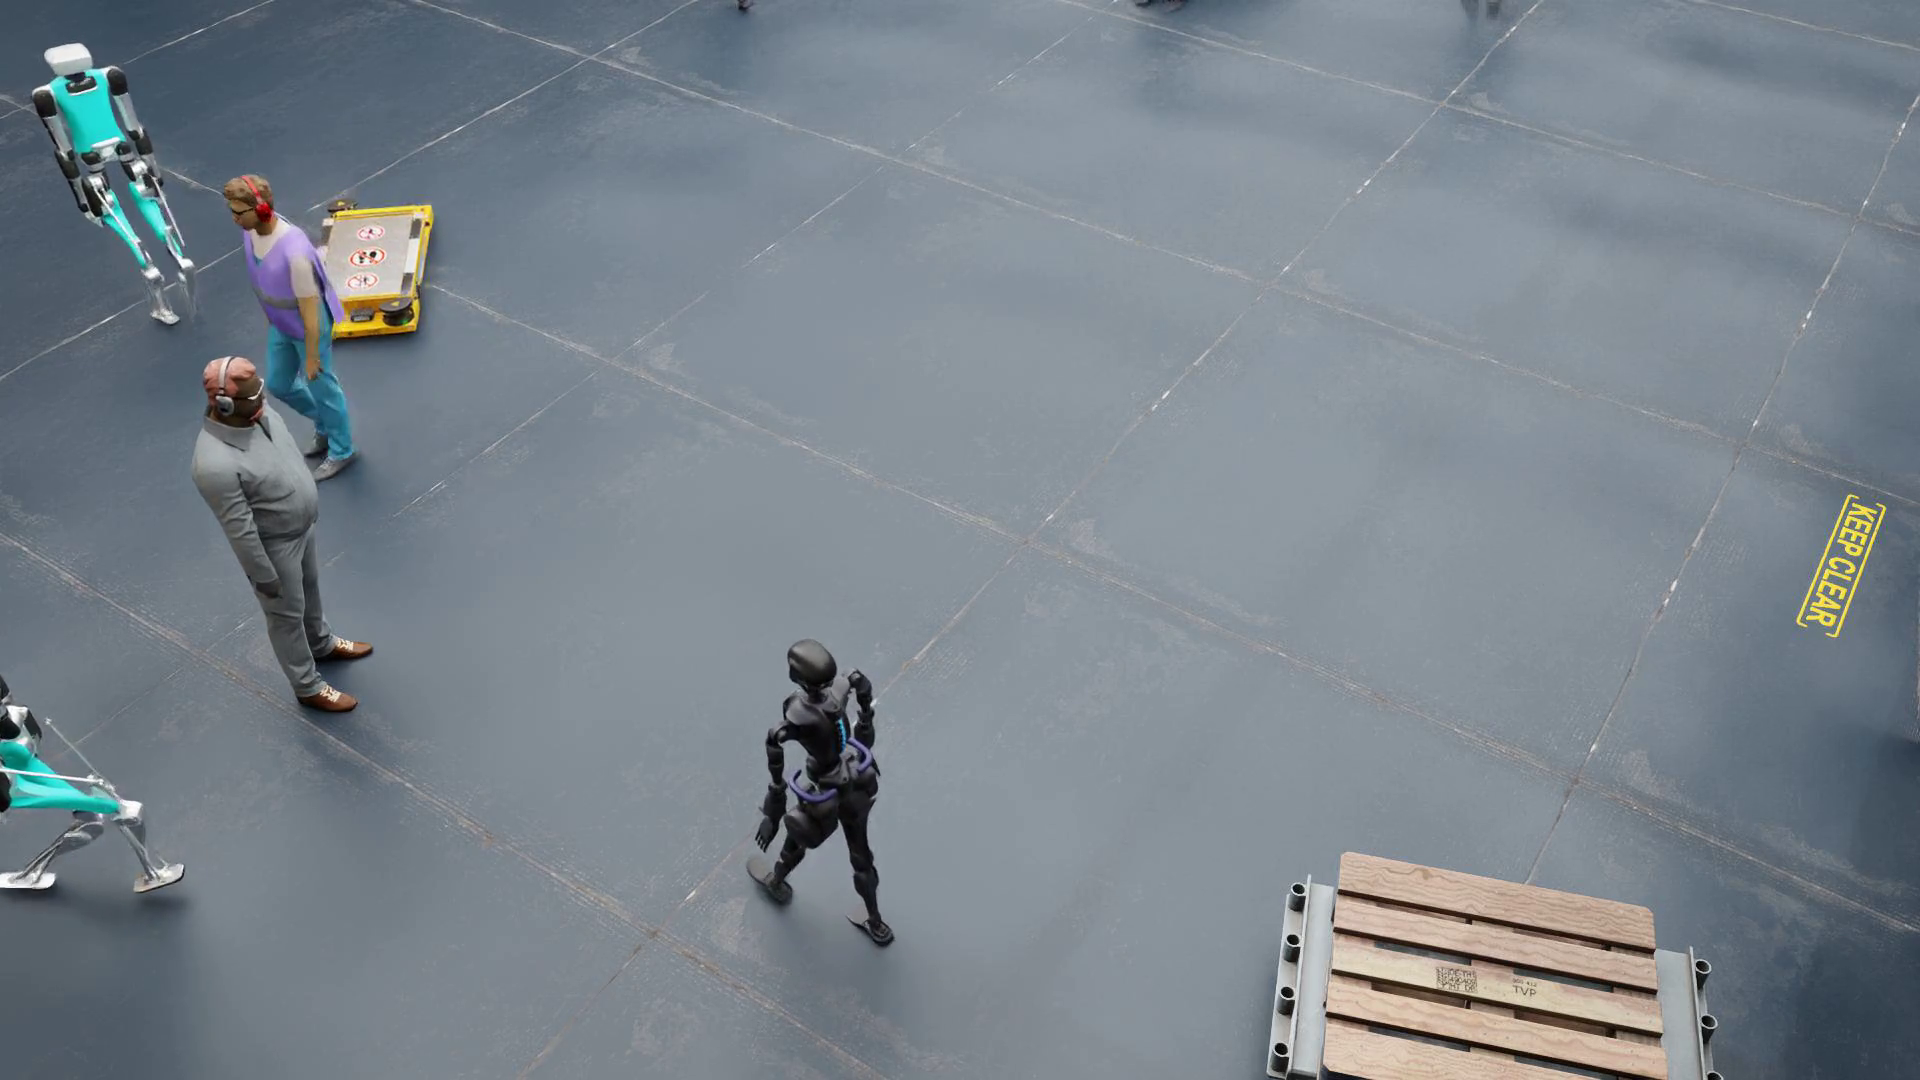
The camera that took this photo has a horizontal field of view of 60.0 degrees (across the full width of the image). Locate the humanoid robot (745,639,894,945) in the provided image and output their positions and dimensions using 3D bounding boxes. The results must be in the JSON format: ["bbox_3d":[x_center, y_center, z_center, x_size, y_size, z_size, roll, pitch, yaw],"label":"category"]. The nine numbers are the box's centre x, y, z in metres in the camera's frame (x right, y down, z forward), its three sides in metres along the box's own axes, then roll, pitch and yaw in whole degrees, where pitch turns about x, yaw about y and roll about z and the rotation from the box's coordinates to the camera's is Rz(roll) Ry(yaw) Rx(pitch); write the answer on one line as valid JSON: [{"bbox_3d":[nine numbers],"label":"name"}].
[{"bbox_3d":[-0.582,0.960,6.665,0.706,1.633,0.600,32,51,31],"label":"humanoid robot"}]

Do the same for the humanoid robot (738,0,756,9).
[{"bbox_3d":[-1.903,-5.196,13.576,0.599,1.625,0.805,-30,50,-29],"label":"humanoid robot"}]

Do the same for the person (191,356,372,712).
[{"bbox_3d":[-3.089,-0.029,7.586,0.409,1.905,0.637,-1,42,-1],"label":"person"}]

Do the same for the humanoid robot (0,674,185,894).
[{"bbox_3d":[-3.675,0.885,6.724,1.037,1.763,0.541,-2,42,-3],"label":"humanoid robot"}]

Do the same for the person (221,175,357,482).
[{"bbox_3d":[-3.520,-1.125,8.864,0.585,1.831,0.452,29,49,29],"label":"person"}]

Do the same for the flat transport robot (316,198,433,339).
[{"bbox_3d":[-3.814,-1.782,10.773,0.659,0.231,1.431,-6,42,-7],"label":"flat transport robot"}]

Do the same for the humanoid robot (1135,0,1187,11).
[{"bbox_3d":[1.707,-5.115,13.447,0.600,1.644,0.357,31,50,30],"label":"humanoid robot"}]

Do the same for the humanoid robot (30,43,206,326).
[{"bbox_3d":[-4.946,-1.989,9.974,0.537,1.868,0.760,-33,51,-31],"label":"humanoid robot"}]
